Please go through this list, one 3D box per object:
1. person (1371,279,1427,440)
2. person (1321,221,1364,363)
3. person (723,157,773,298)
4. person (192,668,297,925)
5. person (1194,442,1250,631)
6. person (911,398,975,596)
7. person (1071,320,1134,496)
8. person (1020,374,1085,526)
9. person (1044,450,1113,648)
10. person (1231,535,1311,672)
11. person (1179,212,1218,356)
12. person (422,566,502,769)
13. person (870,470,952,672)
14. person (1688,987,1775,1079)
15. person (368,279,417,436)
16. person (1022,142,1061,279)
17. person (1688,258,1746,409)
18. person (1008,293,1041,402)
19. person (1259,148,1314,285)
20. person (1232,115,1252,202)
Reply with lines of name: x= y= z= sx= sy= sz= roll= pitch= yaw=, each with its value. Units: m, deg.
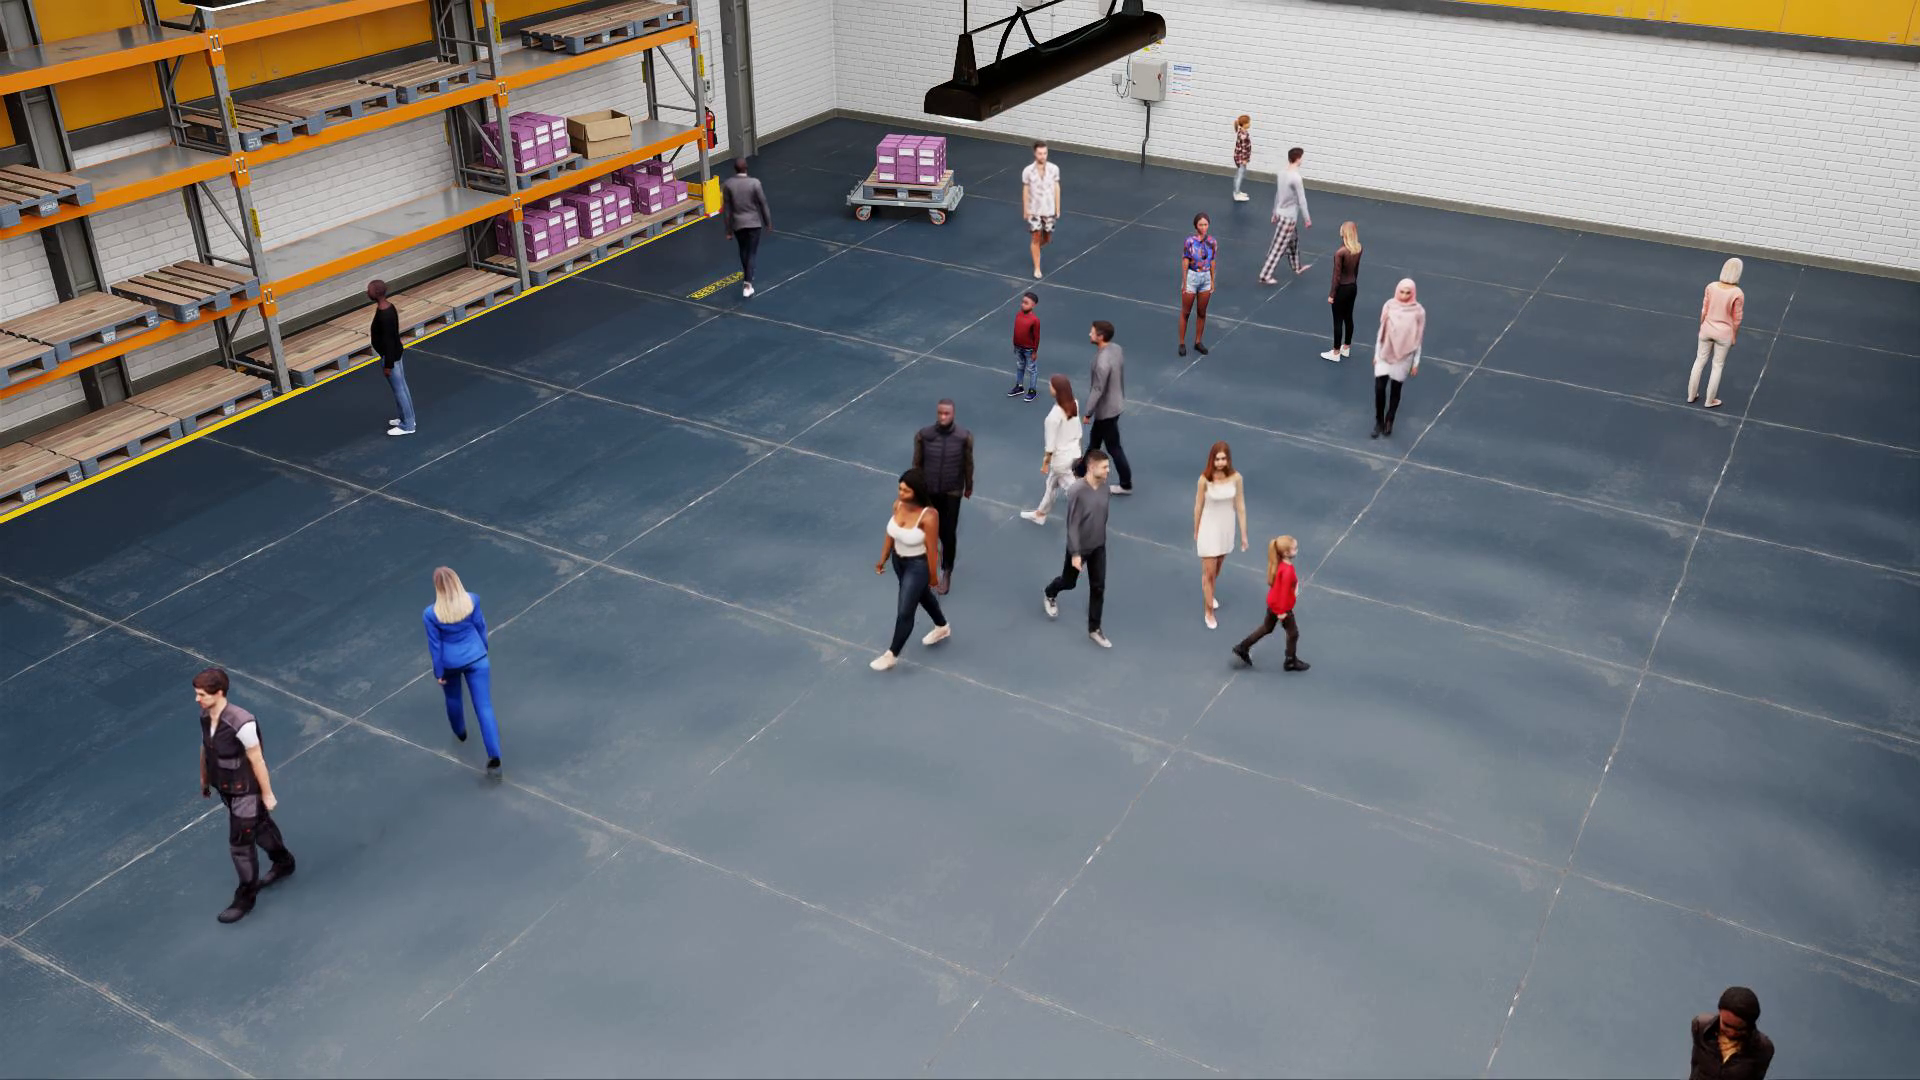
person: x=4.718 y=-1.989 z=17.967 sx=0.711 sy=1.788 sz=0.751 roll=11 pitch=30 yaw=19
person: x=4.594 y=-2.973 z=19.859 sx=0.573 sy=1.703 sz=0.727 roll=-21 pitch=35 yaw=-34
person: x=-2.809 y=-4.054 z=21.775 sx=1.023 sy=1.766 sz=1.248 roll=3 pitch=29 yaw=6
person: x=-4.805 y=1.623 z=11.306 sx=0.717 sy=1.825 sz=0.937 roll=18 pitch=33 yaw=30
person: x=2.245 y=-0.135 z=14.681 sx=0.893 sy=1.681 sz=0.995 roll=-5 pitch=29 yaw=-9
person: x=-0.141 y=-0.484 z=15.200 sx=0.976 sy=1.795 sz=1.265 roll=4 pitch=29 yaw=8
person: x=1.558 y=-1.294 z=16.651 sx=0.920 sy=1.829 sz=1.082 roll=10 pitch=30 yaw=17
person: x=1.067 y=-0.760 z=15.861 sx=0.708 sy=1.648 sz=1.040 roll=15 pitch=32 yaw=25
person: x=1.023 y=0.022 z=14.341 sx=1.162 sy=1.729 sz=1.040 roll=-16 pitch=32 yaw=-26
person: x=2.613 y=0.539 z=13.878 sx=0.839 sy=1.266 sz=0.888 roll=-1 pitch=29 yaw=-1
person: x=2.856 y=-3.089 z=20.033 sx=0.663 sy=1.741 sz=0.714 roll=-6 pitch=29 yaw=-11
person: x=-3.744 y=0.988 z=12.636 sx=1.142 sy=1.667 sz=1.081 roll=-13 pitch=31 yaw=-23
person: x=-0.319 y=0.202 z=13.980 sx=1.256 sy=1.760 sz=0.954 roll=-21 pitch=35 yaw=-33
person: x=3.977 y=3.102 z=8.788 sx=1.067 sy=1.640 sz=0.687 roll=16 pitch=32 yaw=26
person: x=-6.148 y=-1.993 z=18.013 sx=0.736 sy=1.750 sz=0.663 roll=-5 pitch=29 yaw=-9
person: x=1.082 y=-4.537 z=22.635 sx=1.050 sy=1.791 sz=1.142 roll=-5 pitch=29 yaw=-9
person: x=8.503 y=-2.340 z=18.675 sx=0.617 sy=1.725 sz=0.659 roll=-25 pitch=37 yaw=-38
person: x=0.758 y=-2.221 z=18.950 sx=0.544 sy=1.254 sz=0.554 roll=23 pitch=36 yaw=36
person: x=4.269 y=-4.266 z=22.121 sx=1.205 sy=1.807 sz=1.108 roll=-9 pitch=30 yaw=-16
person: x=4.340 y=-5.914 z=25.666 sx=0.673 sy=1.306 sz=0.583 roll=0 pitch=29 yaw=1
